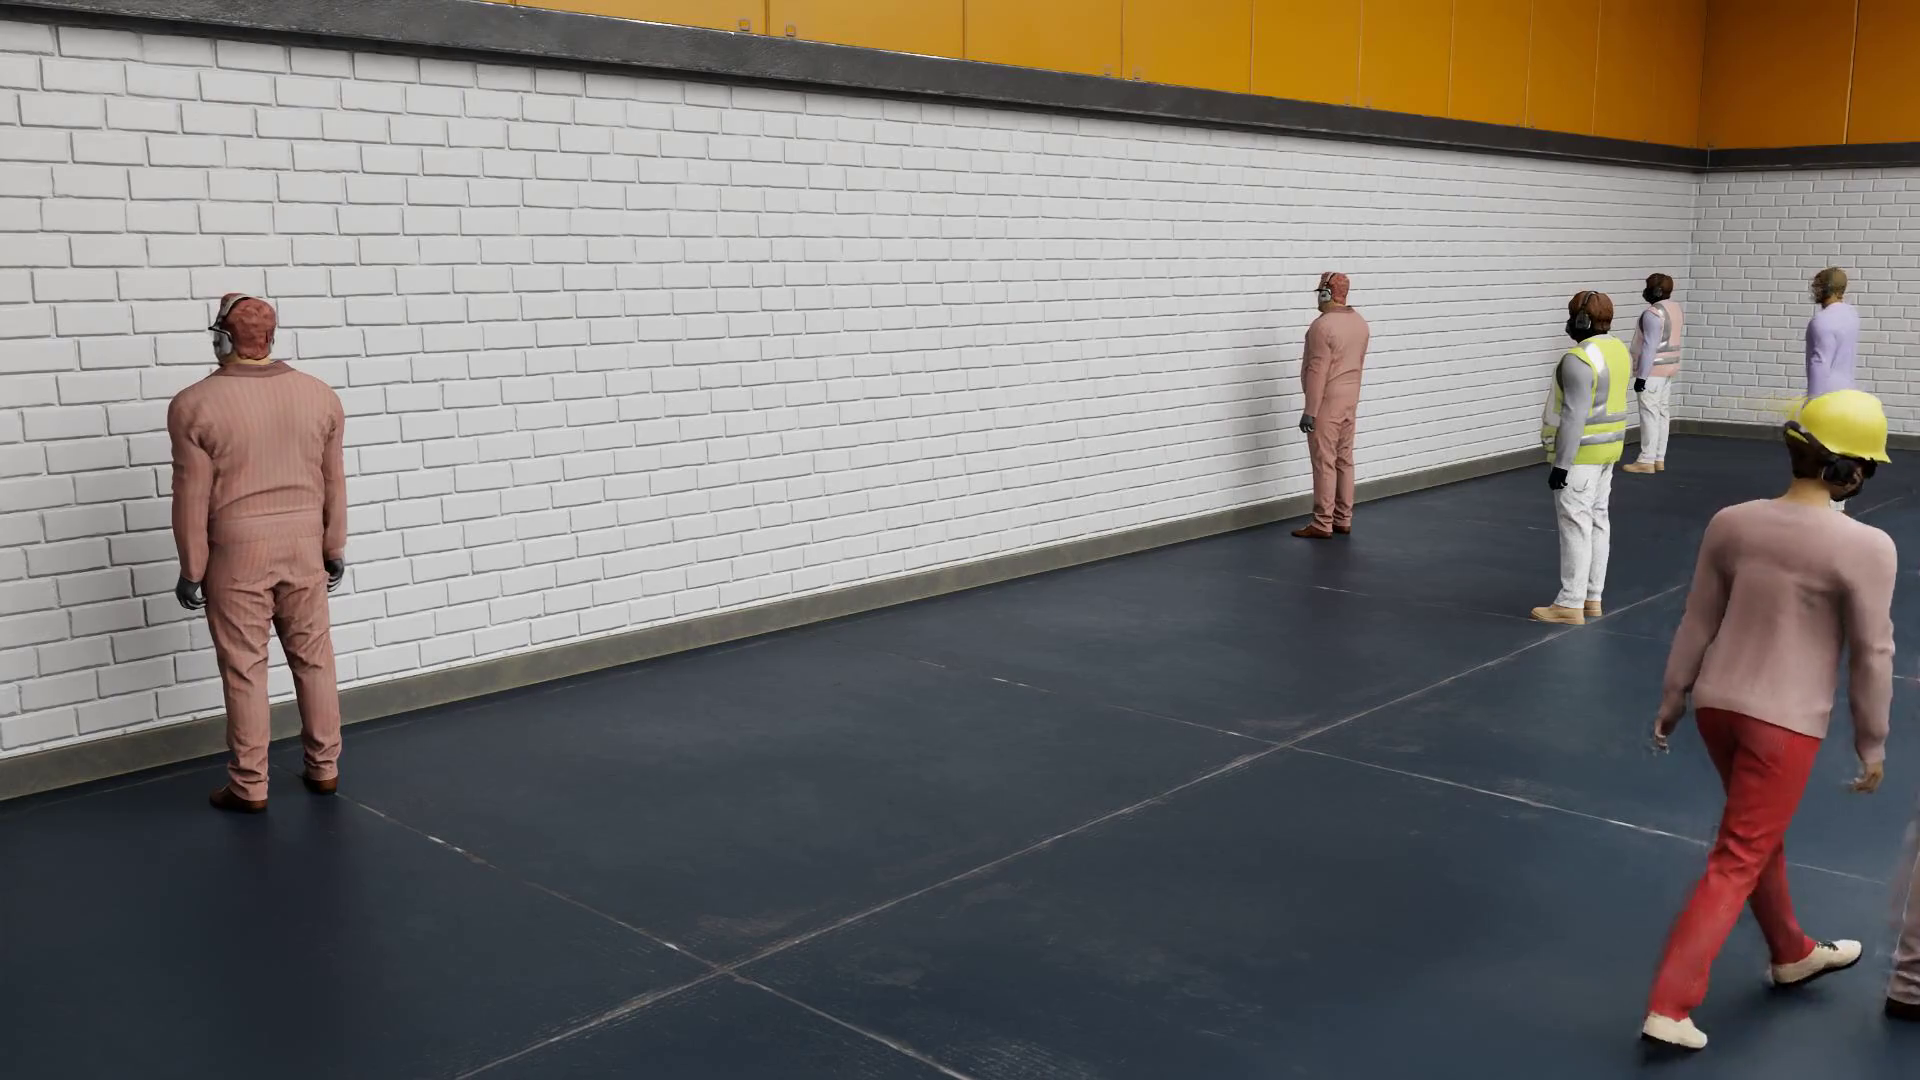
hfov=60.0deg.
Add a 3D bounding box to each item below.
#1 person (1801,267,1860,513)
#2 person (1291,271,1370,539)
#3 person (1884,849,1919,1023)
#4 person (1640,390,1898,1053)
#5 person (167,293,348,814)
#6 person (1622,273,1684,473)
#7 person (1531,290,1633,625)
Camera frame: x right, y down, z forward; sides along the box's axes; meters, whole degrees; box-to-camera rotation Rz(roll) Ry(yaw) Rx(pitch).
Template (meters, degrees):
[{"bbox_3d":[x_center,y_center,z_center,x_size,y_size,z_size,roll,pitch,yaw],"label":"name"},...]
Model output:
[{"bbox_3d":[6.536,-1.076,12.546,0.650,1.930,0.382,-9,14,-43],"label":"person"},{"bbox_3d":[2.642,-0.962,11.940,0.409,1.908,0.647,9,13,42],"label":"person"},{"bbox_3d":[2.767,0.408,4.238,0.635,1.873,0.650,5,11,26],"label":"person"},{"bbox_3d":[2.112,0.468,4.347,0.931,1.712,0.555,-5,11,-24],"label":"person"},{"bbox_3d":[-2.591,0.050,6.163,0.409,1.913,0.647,9,13,42],"label":"person"},{"bbox_3d":[6.420,-1.542,15.422,0.429,1.846,0.629,9,13,42],"label":"person"},{"bbox_3d":[3.448,-0.456,9.245,0.429,1.843,0.629,9,13,42],"label":"person"}]
